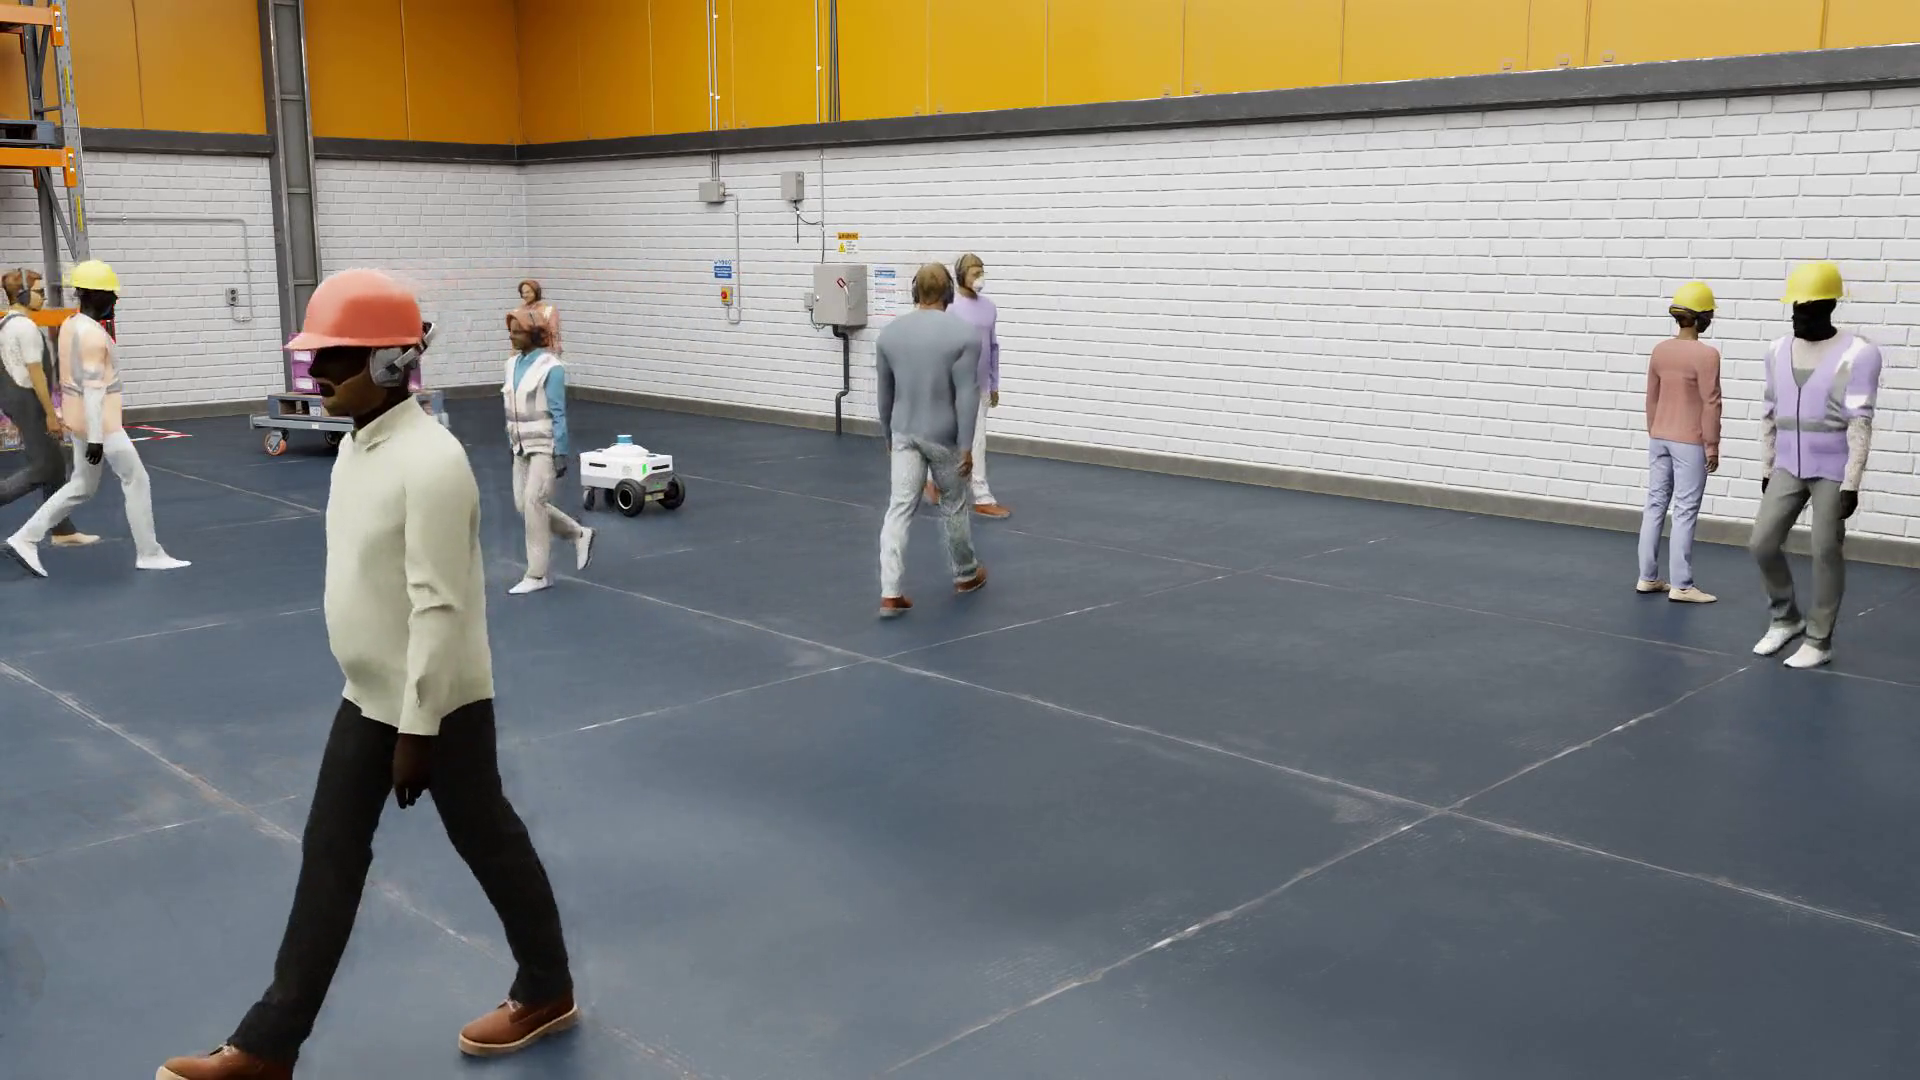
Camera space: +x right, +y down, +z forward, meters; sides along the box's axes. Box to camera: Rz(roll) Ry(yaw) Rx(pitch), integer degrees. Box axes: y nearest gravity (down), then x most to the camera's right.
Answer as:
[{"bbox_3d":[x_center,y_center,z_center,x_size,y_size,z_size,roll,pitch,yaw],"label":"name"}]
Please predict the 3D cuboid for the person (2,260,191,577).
[{"bbox_3d":[-5.186,-0.705,9.850,0.918,1.891,0.588,-9,14,-41],"label":"person"}]

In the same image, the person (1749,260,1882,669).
[{"bbox_3d":[3.954,-0.334,7.735,0.464,1.906,0.605,-6,12,-30],"label":"person"}]

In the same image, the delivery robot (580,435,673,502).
[{"bbox_3d":[-2.459,-0.532,12.243,0.707,0.478,0.477,7,12,33],"label":"delivery robot"}]

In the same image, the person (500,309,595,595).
[{"bbox_3d":[-2.360,-0.516,9.525,0.513,1.621,0.593,9,14,41],"label":"person"}]

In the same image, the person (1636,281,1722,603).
[{"bbox_3d":[4.011,-0.538,9.221,0.303,1.772,0.530,-3,11,-17],"label":"person"}]

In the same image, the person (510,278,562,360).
[{"bbox_3d":[-4.162,-1.778,16.413,0.510,1.610,0.717,0,10,-3],"label":"person"}]

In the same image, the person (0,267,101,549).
[{"bbox_3d":[-5.952,-0.802,10.508,0.768,1.822,0.508,-8,13,-37],"label":"person"}]

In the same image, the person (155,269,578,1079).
[{"bbox_3d":[-1.359,0.355,3.872,1.008,1.937,0.642,-9,14,-41],"label":"person"}]

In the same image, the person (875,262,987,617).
[{"bbox_3d":[-0.175,-0.556,9.032,0.651,1.880,1.037,4,11,23],"label":"person"}]

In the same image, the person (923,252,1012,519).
[{"bbox_3d":[0.001,-1.135,12.116,0.925,1.911,0.638,9,13,39],"label":"person"}]
